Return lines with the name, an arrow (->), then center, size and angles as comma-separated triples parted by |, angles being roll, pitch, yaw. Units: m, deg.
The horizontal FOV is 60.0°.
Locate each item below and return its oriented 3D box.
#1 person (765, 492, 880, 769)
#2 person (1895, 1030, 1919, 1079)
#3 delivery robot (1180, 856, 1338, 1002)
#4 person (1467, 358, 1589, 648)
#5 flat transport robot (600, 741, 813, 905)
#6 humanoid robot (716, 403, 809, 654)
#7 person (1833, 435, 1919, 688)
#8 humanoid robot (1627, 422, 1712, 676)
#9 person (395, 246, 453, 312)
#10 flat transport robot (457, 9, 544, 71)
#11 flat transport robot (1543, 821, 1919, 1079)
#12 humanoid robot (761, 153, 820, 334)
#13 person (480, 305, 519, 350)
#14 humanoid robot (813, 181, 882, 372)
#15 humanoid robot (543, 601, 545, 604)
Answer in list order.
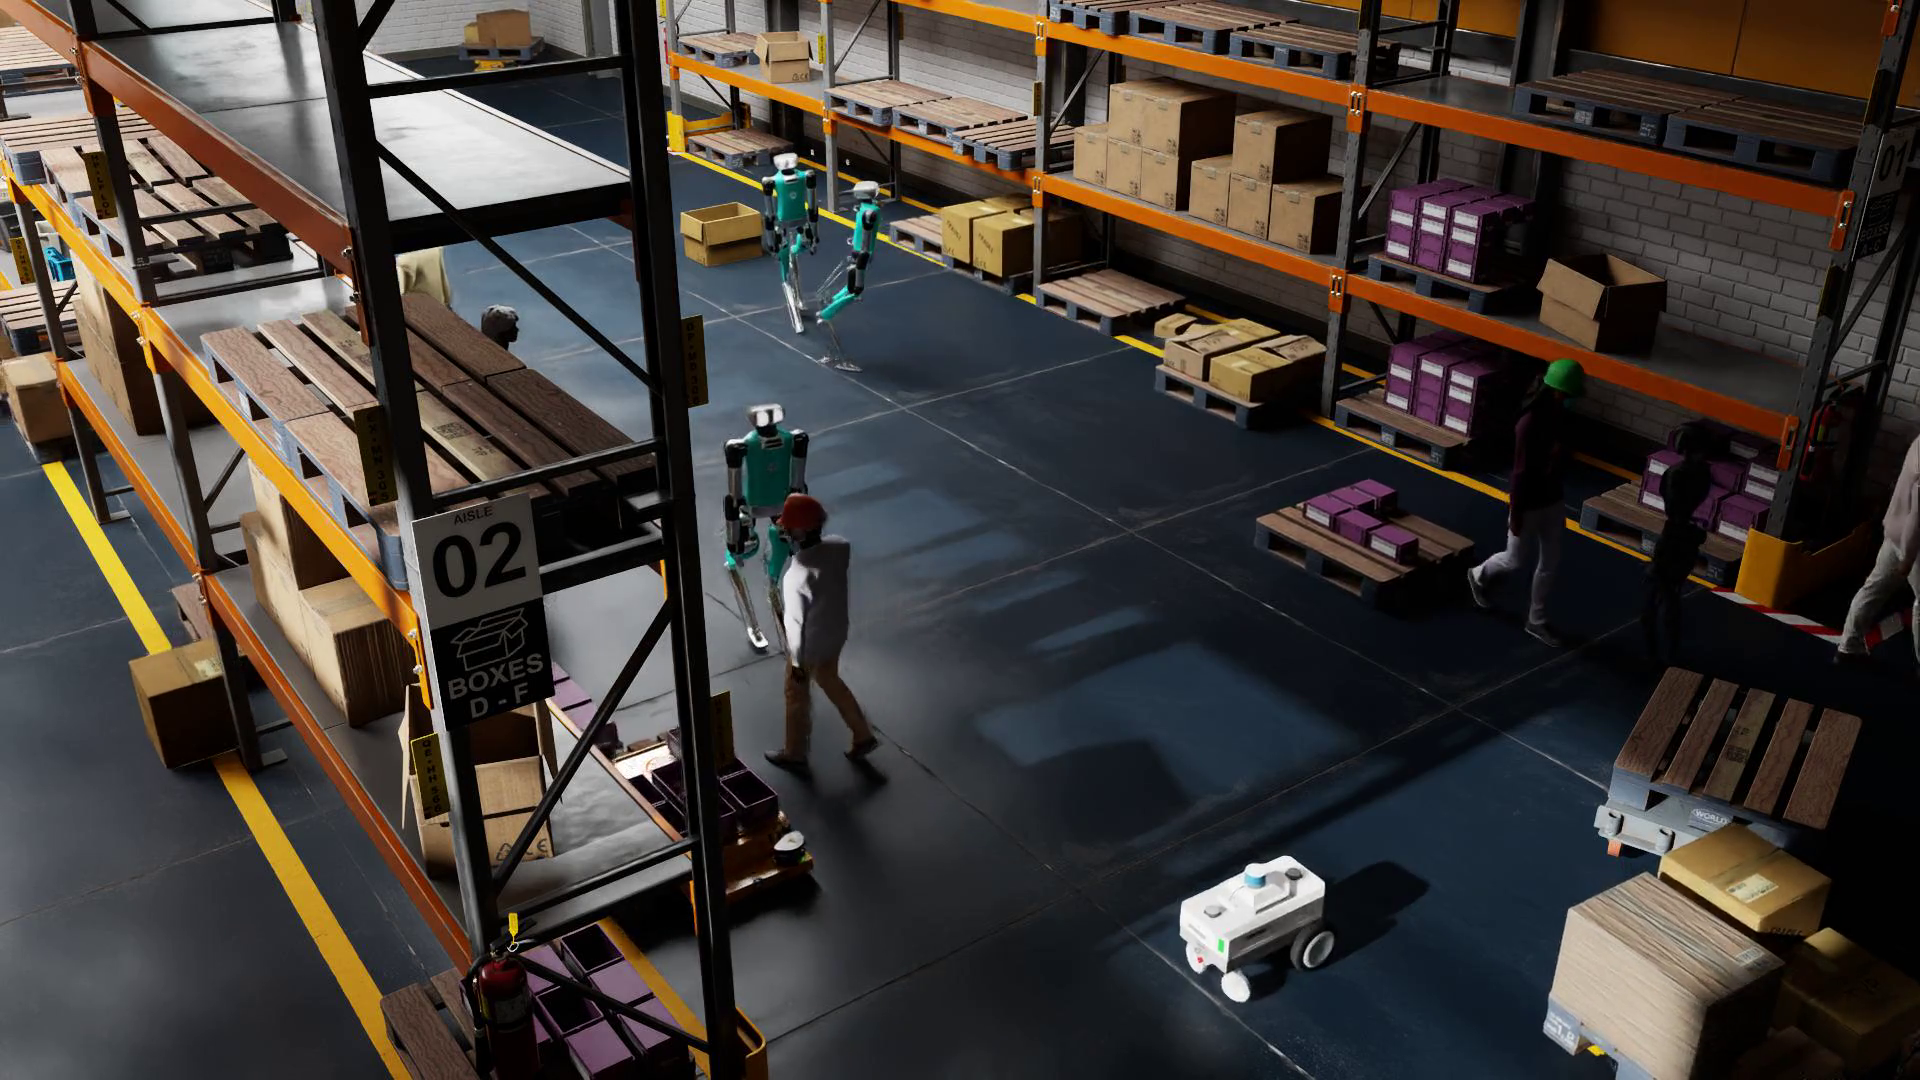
person -> -0.794, 0.531, 9.298 | 0.606, 1.730, 0.576 | 15, 31, 28
person -> 3.044, 2.431, 5.435 | 0.670, 1.817, 0.555 | 14, 30, 25
delivery robot -> 1.442, 1.835, 8.037 | 0.781, 0.610, 0.524 | -16, 31, -29
person -> 3.677, -0.287, 10.714 | 0.500, 1.919, 0.759 | -13, 29, -23
flat transport robot -> -1.445, 1.483, 9.038 | 0.659, 0.231, 1.431 | -18, 32, -31
humanoid robot -> -1.267, -0.067, 10.505 | 0.561, 1.797, 0.816 | -13, 30, -24
person -> 5.977, 0.017, 10.126 | 0.881, 1.907, 0.660 | 11, 29, 20
humanoid robot -> 4.458, 0.063, 10.310 | 0.388, 1.647, 0.589 | 18, 32, 31
person -> -4.661, -2.019, 14.399 | 0.891, 1.703, 0.578 | 9, 28, 17
flat transport robot -> -7.705, -8.102, 28.103 | 0.659, 0.231, 1.431 | 0, 27, 1
flat transport robot -> 3.376, 2.353, 7.307 | 0.659, 0.231, 1.431 | -15, 30, -27
humanoid robot -> -1.683, -2.935, 16.221 | 0.574, 1.780, 0.898 | -9, 28, -18
person -> -3.173, -0.770, 11.762 | 0.343, 1.848, 0.514 | -24, 35, -38
humanoid robot -> -1.098, -2.336, 15.034 | 0.830, 1.805, 0.578 | -2, 27, -4
humanoid robot -> -2.911, -0.273, 10.906 | 0.657, 1.804, 0.536 | 18, 32, 32
